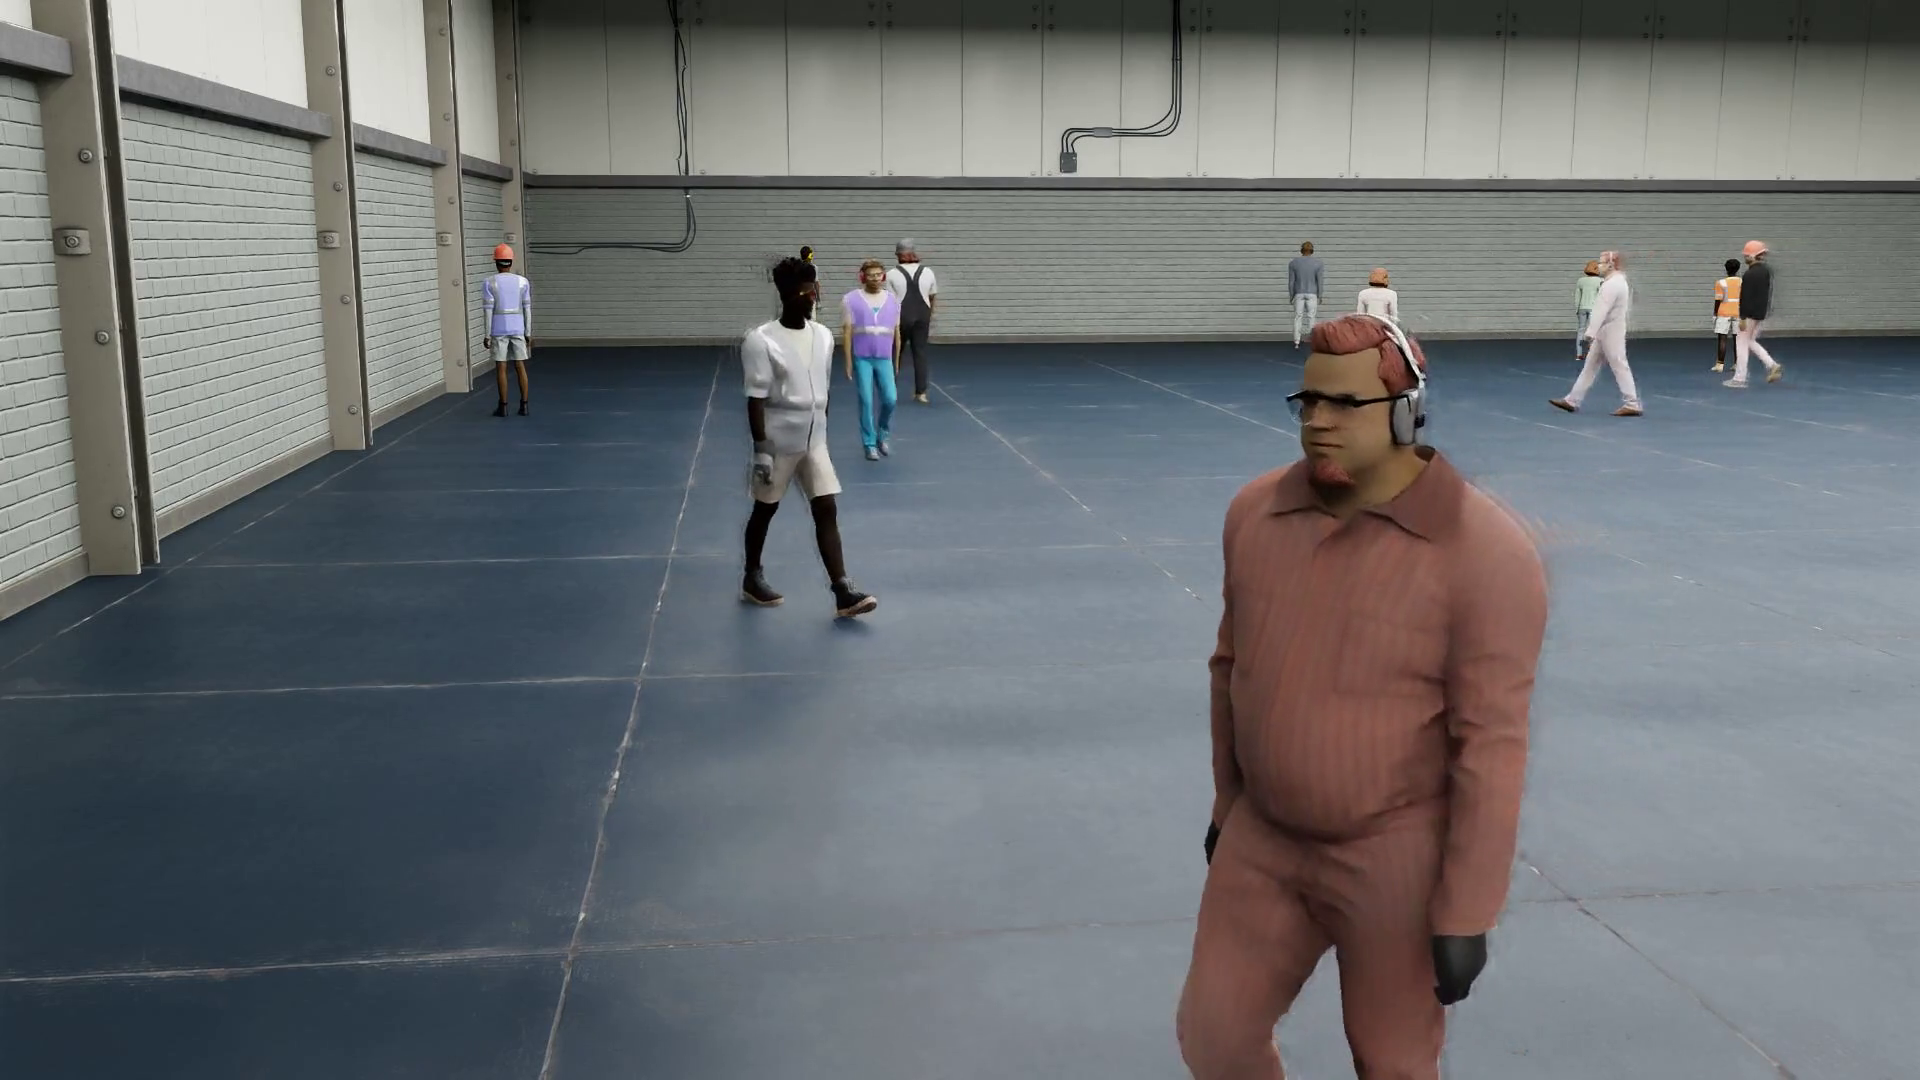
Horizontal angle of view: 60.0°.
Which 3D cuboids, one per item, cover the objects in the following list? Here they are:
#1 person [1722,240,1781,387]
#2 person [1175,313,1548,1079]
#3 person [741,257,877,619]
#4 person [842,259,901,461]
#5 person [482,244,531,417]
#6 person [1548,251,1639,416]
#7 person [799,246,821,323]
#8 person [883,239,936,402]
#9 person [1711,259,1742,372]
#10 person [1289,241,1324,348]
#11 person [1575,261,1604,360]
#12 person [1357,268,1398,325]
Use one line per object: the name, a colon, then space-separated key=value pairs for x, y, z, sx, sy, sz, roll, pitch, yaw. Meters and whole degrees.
person: x=10.656 y=-3.018 z=22.287 sx=0.632 sy=1.978 sz=0.608 roll=-8 pitch=13 yaw=-36
person: x=0.648 y=0.553 z=2.941 sx=0.540 sy=1.887 sz=0.679 roll=-10 pitch=14 yaw=-43
person: x=-0.866 y=-0.540 z=8.876 sx=0.622 sy=1.910 sz=1.031 roll=-10 pitch=14 yaw=-43
person: x=-0.794 y=-1.632 z=15.102 sx=0.571 sy=1.826 sz=0.442 roll=-3 pitch=11 yaw=-18
person: x=-5.120 y=-2.357 z=18.775 sx=0.553 sy=1.935 sz=0.362 roll=-7 pitch=12 yaw=-33
person: x=7.267 y=-2.332 z=18.868 sx=1.003 sy=1.853 sz=0.640 roll=4 pitch=11 yaw=19
person: x=-2.607 y=-4.062 z=28.327 sx=0.518 sy=1.865 sz=0.328 roll=3 pitch=11 yaw=17
person: x=-0.668 y=-2.755 z=20.675 sx=0.693 sy=2.000 sz=1.002 roll=-4 pitch=11 yaw=-19
person: x=11.562 y=-3.365 z=24.974 sx=0.532 sy=1.693 sz=0.319 roll=0 pitch=10 yaw=-2
person: x=6.284 y=-4.448 z=30.238 sx=0.631 sy=1.940 sz=0.372 roll=3 pitch=11 yaw=18
person: x=10.330 y=-3.756 z=27.278 sx=0.266 sy=1.631 sz=0.507 roll=-9 pitch=14 yaw=-41
person: x=5.290 y=-2.631 z=21.110 sx=0.509 sy=1.632 sz=0.268 roll=5 pitch=11 yaw=25
